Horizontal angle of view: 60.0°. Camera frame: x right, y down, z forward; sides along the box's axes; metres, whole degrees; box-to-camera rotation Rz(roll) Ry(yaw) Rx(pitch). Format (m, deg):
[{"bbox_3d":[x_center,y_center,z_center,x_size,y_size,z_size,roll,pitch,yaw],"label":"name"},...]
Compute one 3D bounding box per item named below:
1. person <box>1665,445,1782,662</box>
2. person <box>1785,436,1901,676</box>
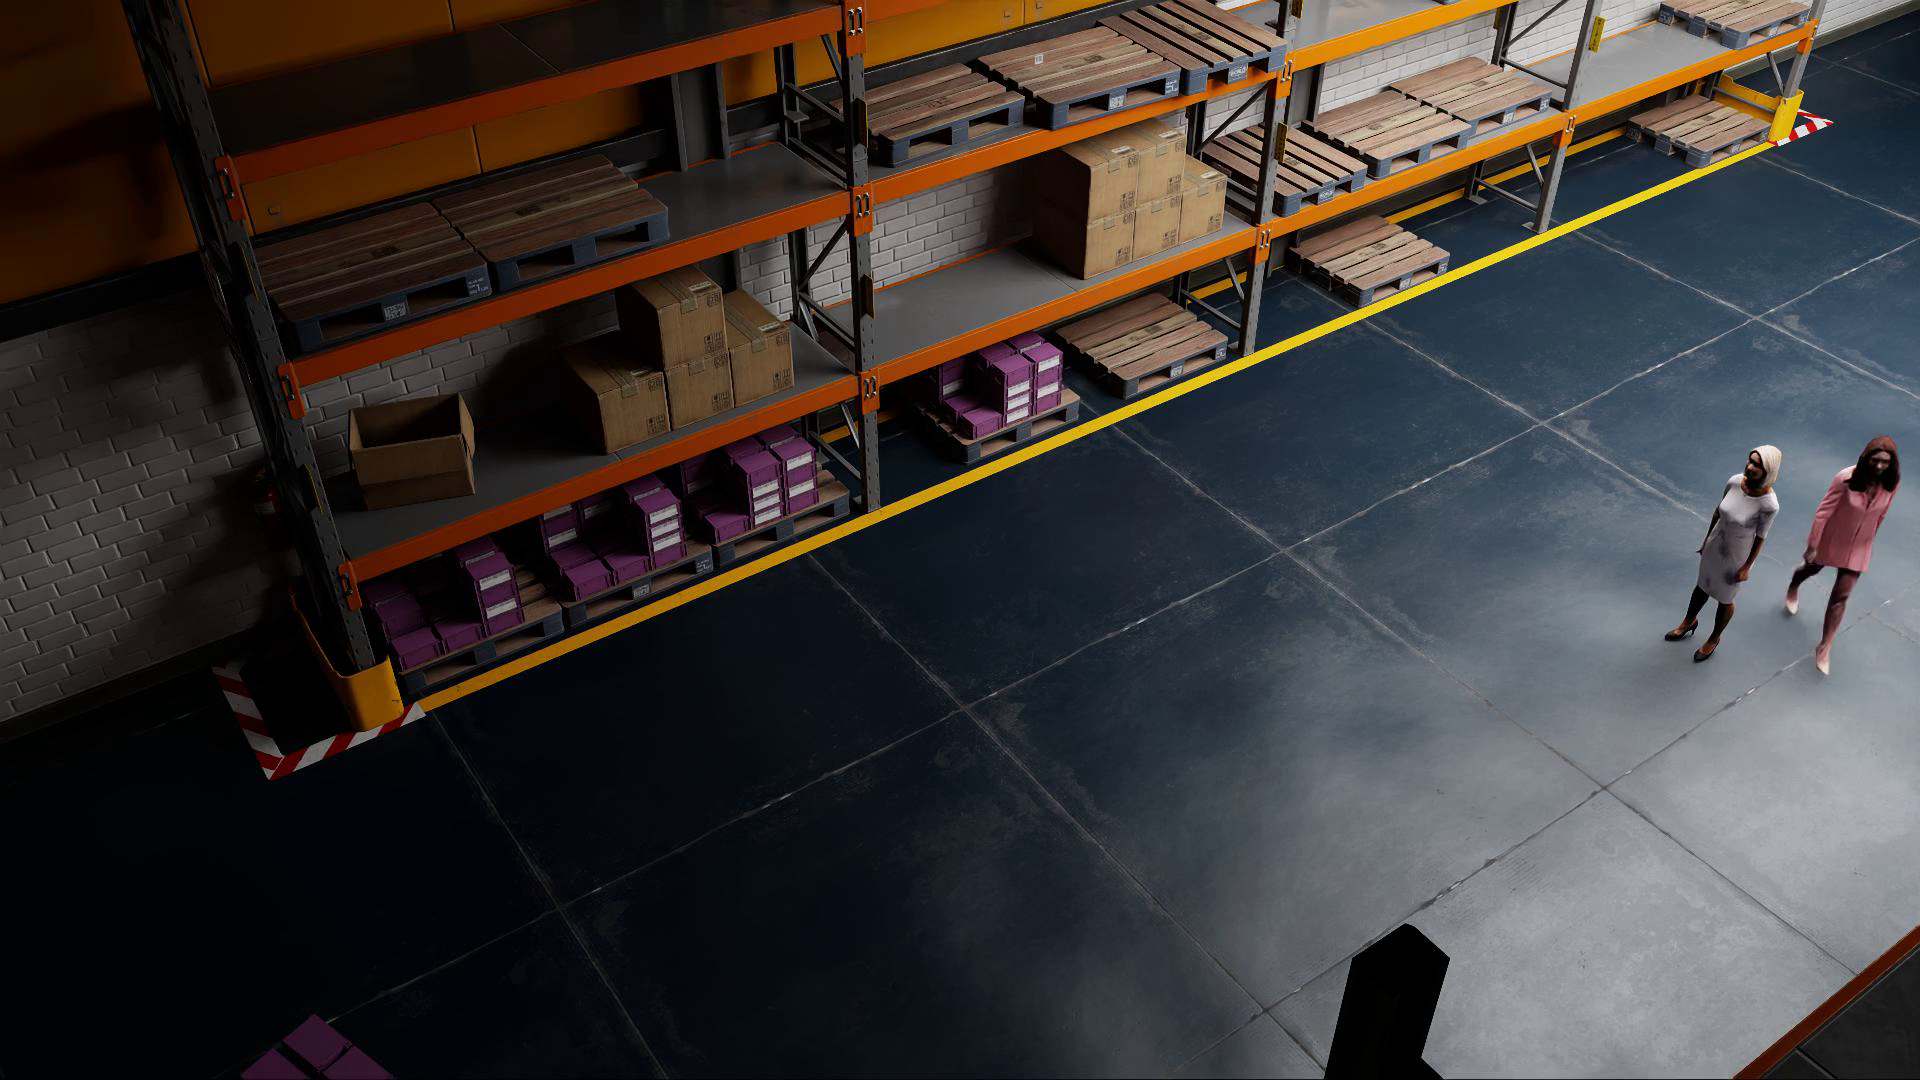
[{"bbox_3d":[5.270,0.072,11.380,0.540,1.752,0.584,-18,42,-21],"label":"person"},{"bbox_3d":[6.057,-0.030,11.508,1.116,1.751,1.177,6,39,8],"label":"person"}]
